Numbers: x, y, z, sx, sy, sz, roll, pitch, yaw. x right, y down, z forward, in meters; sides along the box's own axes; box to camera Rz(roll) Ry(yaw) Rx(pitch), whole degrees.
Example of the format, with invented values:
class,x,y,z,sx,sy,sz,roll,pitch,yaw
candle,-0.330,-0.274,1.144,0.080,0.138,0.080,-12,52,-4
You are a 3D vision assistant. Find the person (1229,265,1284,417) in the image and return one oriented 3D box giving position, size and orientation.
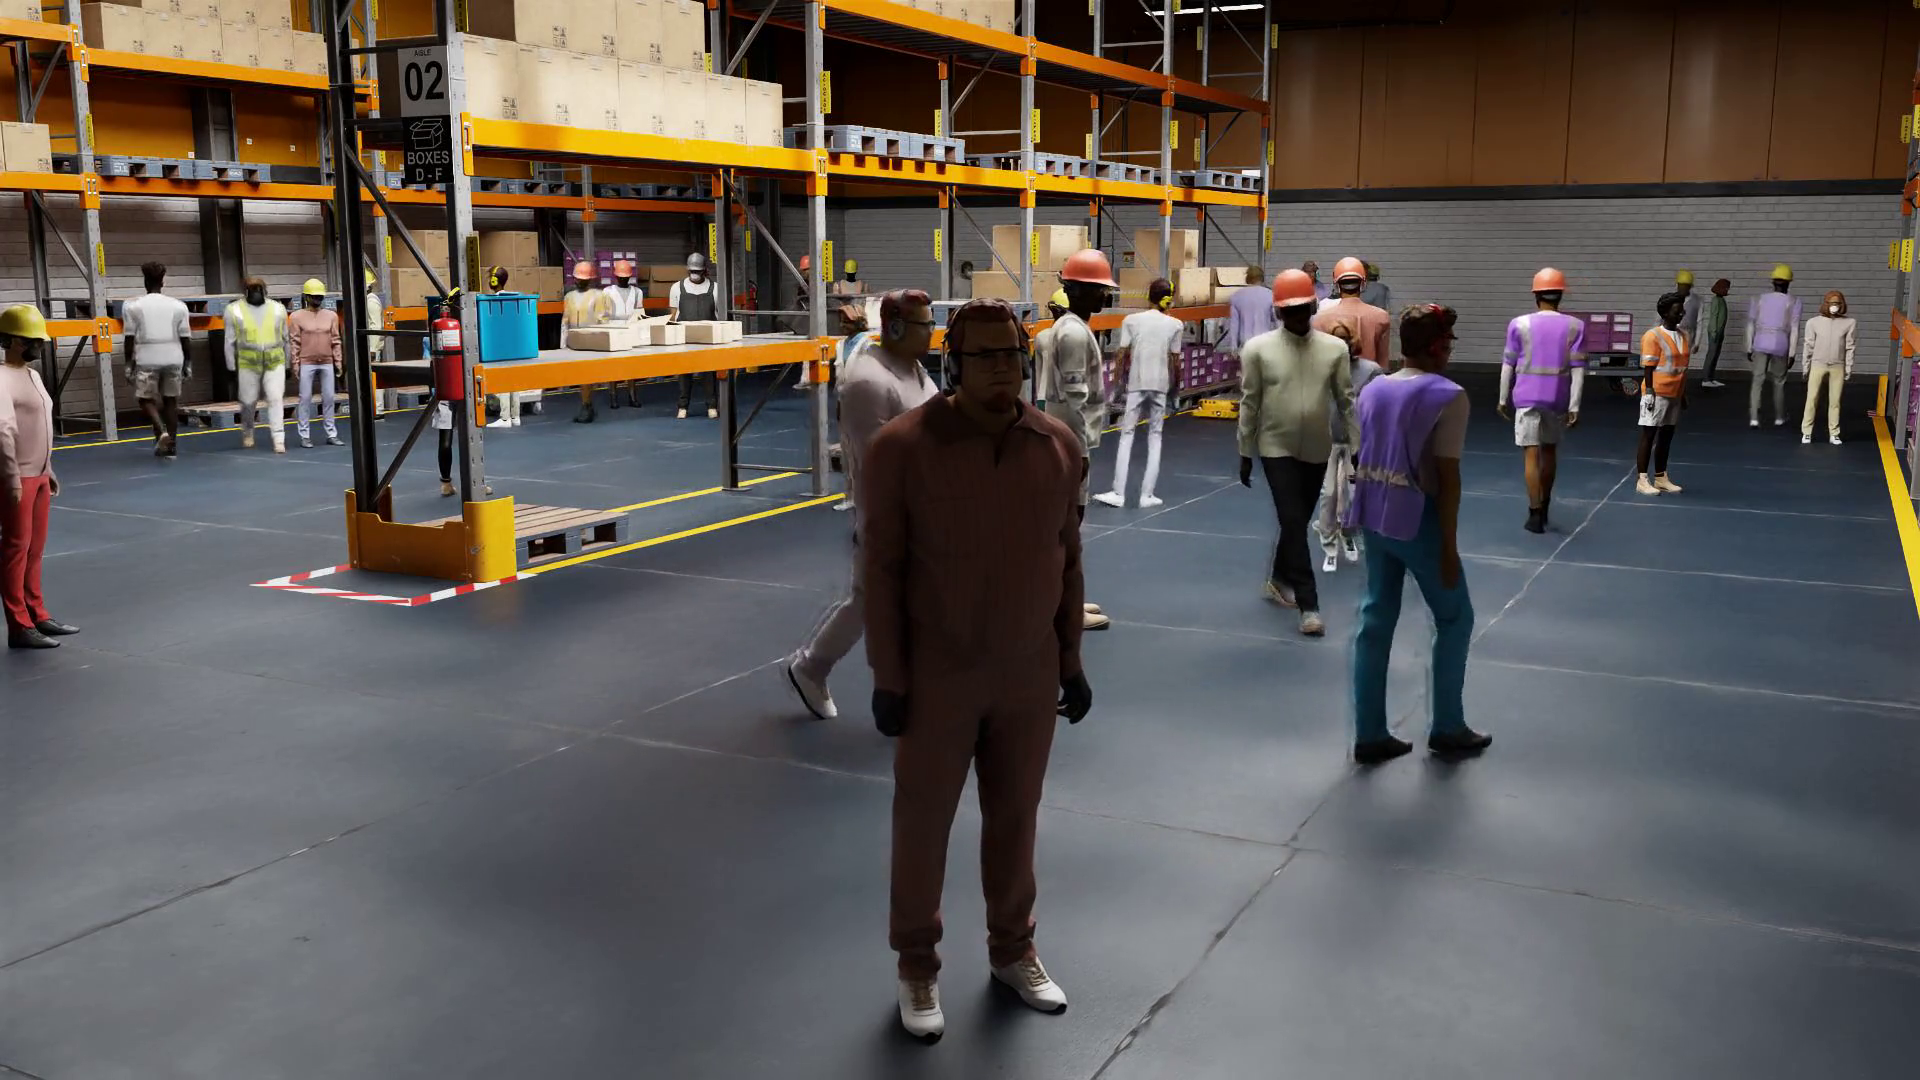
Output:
class,x,y,z,sx,sy,sz,roll,pitch,yaw
person,3.555,-2.380,20.128,0.637,1.887,1.063,7,12,34

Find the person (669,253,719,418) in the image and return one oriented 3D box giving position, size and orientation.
class,x,y,z,sx,sy,sz,roll,pitch,yaw
person,-3.208,-2.501,20.354,0.676,2.000,0.536,-2,10,-10

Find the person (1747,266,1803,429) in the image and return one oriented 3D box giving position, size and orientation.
class,x,y,z,sx,sy,sz,roll,pitch,yaw
person,9.387,-2.221,19.219,0.608,1.872,0.992,8,13,39

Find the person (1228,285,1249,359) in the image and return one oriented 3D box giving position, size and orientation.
class,x,y,z,sx,sy,sz,roll,pitch,yaw
person,4.453,-3.267,25.782,0.787,1.690,0.490,-3,10,-14

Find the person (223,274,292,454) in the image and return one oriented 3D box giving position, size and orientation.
class,x,y,z,sx,sy,sz,roll,pitch,yaw
person,-7.148,-1.803,16.965,0.644,1.817,0.786,-6,11,-30

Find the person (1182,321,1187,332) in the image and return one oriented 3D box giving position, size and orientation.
class,x,y,z,sx,sy,sz,roll,pitch,yaw
person,3.259,-3.463,26.063,0.626,1.990,0.960,6,11,30

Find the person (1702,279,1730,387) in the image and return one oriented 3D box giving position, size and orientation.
class,x,y,z,sx,sy,sz,roll,pitch,yaw
person,11.477,-3.131,25.207,0.266,1.628,0.501,8,12,38

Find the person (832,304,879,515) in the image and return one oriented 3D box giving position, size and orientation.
class,x,y,z,sx,sy,sz,roll,pitch,yaw
person,-0.792,-1.012,12.934,0.313,1.632,0.519,-9,13,-41

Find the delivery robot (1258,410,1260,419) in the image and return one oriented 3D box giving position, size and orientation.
class,x,y,z,sx,sy,sz,roll,pitch,yaw
delivery robot,3.507,-1.529,18.752,0.477,0.478,0.707,1,10,8

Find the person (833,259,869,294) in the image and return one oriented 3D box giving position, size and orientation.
class,x,y,z,sx,sy,sz,roll,pitch,yaw
person,-1.730,-3.494,26.461,0.585,1.918,0.379,-1,10,-8

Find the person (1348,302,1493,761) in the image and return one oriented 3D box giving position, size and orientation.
class,x,y,z,sx,sy,sz,roll,pitch,yaw
person,1.882,-0.028,6.649,0.736,1.819,0.606,-6,11,-29

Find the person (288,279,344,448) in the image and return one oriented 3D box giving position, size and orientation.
class,x,y,z,sx,sy,sz,roll,pitch,yaw
person,-6.686,-1.827,17.290,0.528,1.758,0.368,-10,14,-44

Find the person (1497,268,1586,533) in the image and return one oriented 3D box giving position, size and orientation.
class,x,y,z,sx,sy,sz,roll,pitch,yaw
person,4.262,-1.036,12.257,0.547,1.902,0.840,1,10,7

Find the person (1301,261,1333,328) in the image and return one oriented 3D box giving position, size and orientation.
class,x,y,z,sx,sy,sz,roll,pitch,yaw
person,4.640,-2.755,22.212,0.642,1.909,0.410,2,10,14

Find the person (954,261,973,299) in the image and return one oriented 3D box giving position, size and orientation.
class,x,y,z,sx,sy,sz,roll,pitch,yaw
person,0.052,-4.003,29.541,0.637,1.884,1.064,-4,10,-21

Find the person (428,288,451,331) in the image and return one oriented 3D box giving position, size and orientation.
class,x,y,z,sx,sy,sz,roll,pitch,yaw
person,-6.012,-2.159,19.625,0.536,1.597,0.805,-2,10,-11

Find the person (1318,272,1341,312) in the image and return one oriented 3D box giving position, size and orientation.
class,x,y,z,sx,sy,sz,roll,pitch,yaw
person,3.542,-1.607,15.534,0.392,1.920,0.593,-6,11,-30

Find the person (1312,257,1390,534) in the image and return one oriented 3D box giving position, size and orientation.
class,x,y,z,sx,sy,sz,roll,pitch,yaw
person,2.789,-1.032,12.002,0.612,1.987,0.399,-2,10,-14

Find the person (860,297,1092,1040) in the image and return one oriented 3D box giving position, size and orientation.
class,x,y,z,sx,sy,sz,roll,pitch,yaw
person,0.060,0.329,4.353,0.636,1.911,0.405,-4,11,-24

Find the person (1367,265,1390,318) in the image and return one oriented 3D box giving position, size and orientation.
class,x,y,z,sx,sy,sz,roll,pitch,yaw
person,6.697,-3.560,27.097,0.600,1.827,0.404,2,10,14

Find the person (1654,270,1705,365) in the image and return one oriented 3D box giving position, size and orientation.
class,x,y,z,sx,sy,sz,roll,pitch,yaw
person,9.588,-2.701,22.196,0.592,1.807,0.832,6,11,31

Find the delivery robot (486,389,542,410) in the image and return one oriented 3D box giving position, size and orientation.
class,x,y,z,sx,sy,sz,roll,pitch,yaw
delivery robot,-5.543,-1.849,20.595,0.477,0.478,0.707,9,14,42

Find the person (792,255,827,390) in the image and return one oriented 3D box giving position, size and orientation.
class,x,y,z,sx,sy,sz,roll,pitch,yaw
person,-2.208,-3.204,24.643,0.630,1.995,0.509,9,13,43

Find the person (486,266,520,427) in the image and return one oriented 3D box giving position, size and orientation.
class,x,y,z,sx,sy,sz,roll,pitch,yaw
person,-5.333,-2.241,19.331,0.328,1.877,0.509,3,10,16

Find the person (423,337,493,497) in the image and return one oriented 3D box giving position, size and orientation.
class,x,y,z,sx,sy,sz,roll,pitch,yaw
person,-4.168,-1.194,13.782,0.535,1.697,0.322,1,10,7

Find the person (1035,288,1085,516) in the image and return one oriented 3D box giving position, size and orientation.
class,x,y,z,sx,sy,sz,roll,pitch,yaw
person,0.778,-1.049,12.772,0.343,1.759,0.528,-8,12,-37

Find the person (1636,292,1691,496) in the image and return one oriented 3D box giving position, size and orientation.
class,x,y,z,sx,sy,sz,roll,pitch,yaw
person,5.904,-1.220,13.937,0.532,1.696,0.318,-6,11,-31

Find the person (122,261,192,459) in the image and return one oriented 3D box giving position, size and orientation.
class,x,y,z,sx,sy,sz,roll,pitch,yaw
person,-7.786,-1.734,16.177,0.627,1.945,0.507,-7,12,-37

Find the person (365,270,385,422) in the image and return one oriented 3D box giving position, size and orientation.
class,x,y,z,sx,sy,sz,roll,pitch,yaw
person,-7.108,-2.322,19.922,0.404,1.829,0.600,-6,11,-31

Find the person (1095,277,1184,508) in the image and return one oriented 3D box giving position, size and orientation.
class,x,y,z,sx,sy,sz,roll,pitch,yaw
person,1.451,-1.170,13.268,0.640,1.829,0.452,1,10,4

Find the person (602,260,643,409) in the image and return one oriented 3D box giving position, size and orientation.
class,x,y,z,sx,sy,sz,roll,pitch,yaw
person,-4.379,-2.676,21.695,0.542,1.927,0.380,-5,11,-25

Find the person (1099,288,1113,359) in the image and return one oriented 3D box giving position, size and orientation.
class,x,y,z,sx,sy,sz,roll,pitch,yaw
person,1.788,-2.856,22.996,0.631,1.839,0.428,2,10,10

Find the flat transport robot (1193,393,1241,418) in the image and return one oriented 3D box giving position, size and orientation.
class,x,y,z,sx,sy,sz,roll,pitch,yaw
flat transport robot,3.447,-1.684,20.743,0.652,0.197,1.431,5,11,26

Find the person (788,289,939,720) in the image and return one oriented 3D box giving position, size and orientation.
class,x,y,z,sx,sy,sz,roll,pitch,yaw
person,-0.302,-0.121,7.047,0.880,1.880,0.643,5,11,28

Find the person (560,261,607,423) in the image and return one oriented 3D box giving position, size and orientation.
class,x,y,z,sx,sy,sz,roll,pitch,yaw
person,-4.464,-2.318,19.646,0.632,1.913,0.542,4,11,23

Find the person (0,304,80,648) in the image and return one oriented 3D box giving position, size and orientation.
class,x,y,z,sx,sy,sz,roll,pitch,yaw
person,-4.805,-0.328,8.592,0.327,1.761,0.522,-2,10,-9

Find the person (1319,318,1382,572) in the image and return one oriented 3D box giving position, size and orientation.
class,x,y,z,sx,sy,sz,roll,pitch,yaw
person,2.417,-0.595,10.549,0.523,1.615,0.359,2,10,9

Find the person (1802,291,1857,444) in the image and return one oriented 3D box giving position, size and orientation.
class,x,y,z,sx,sy,sz,roll,pitch,yaw
person,9.187,-1.819,17.616,0.493,1.627,0.284,3,10,19

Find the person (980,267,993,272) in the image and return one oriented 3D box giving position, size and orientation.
class,x,y,z,sx,sy,sz,roll,pitch,yaw
person,0.333,-2.349,20.043,0.345,1.846,0.507,-1,10,-5

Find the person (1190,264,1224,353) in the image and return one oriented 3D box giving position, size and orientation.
class,x,y,z,sx,sy,sz,roll,pitch,yaw
person,3.863,-3.386,26.041,0.478,1.866,0.707,-9,13,-41

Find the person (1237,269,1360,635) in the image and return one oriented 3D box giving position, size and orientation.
class,x,y,z,sx,sy,sz,roll,pitch,yaw
person,1.848,-0.509,9.139,0.657,1.939,1.028,-2,10,-9

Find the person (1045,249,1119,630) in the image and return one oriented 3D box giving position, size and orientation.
class,x,y,z,sx,sy,sz,roll,pitch,yaw
person,0.648,-0.541,9.009,0.394,2.040,0.610,0,10,0

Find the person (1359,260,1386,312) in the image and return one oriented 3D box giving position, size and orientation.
class,x,y,z,sx,sy,sz,roll,pitch,yaw
person,5.248,-2.697,21.824,0.646,1.925,0.451,5,11,28
